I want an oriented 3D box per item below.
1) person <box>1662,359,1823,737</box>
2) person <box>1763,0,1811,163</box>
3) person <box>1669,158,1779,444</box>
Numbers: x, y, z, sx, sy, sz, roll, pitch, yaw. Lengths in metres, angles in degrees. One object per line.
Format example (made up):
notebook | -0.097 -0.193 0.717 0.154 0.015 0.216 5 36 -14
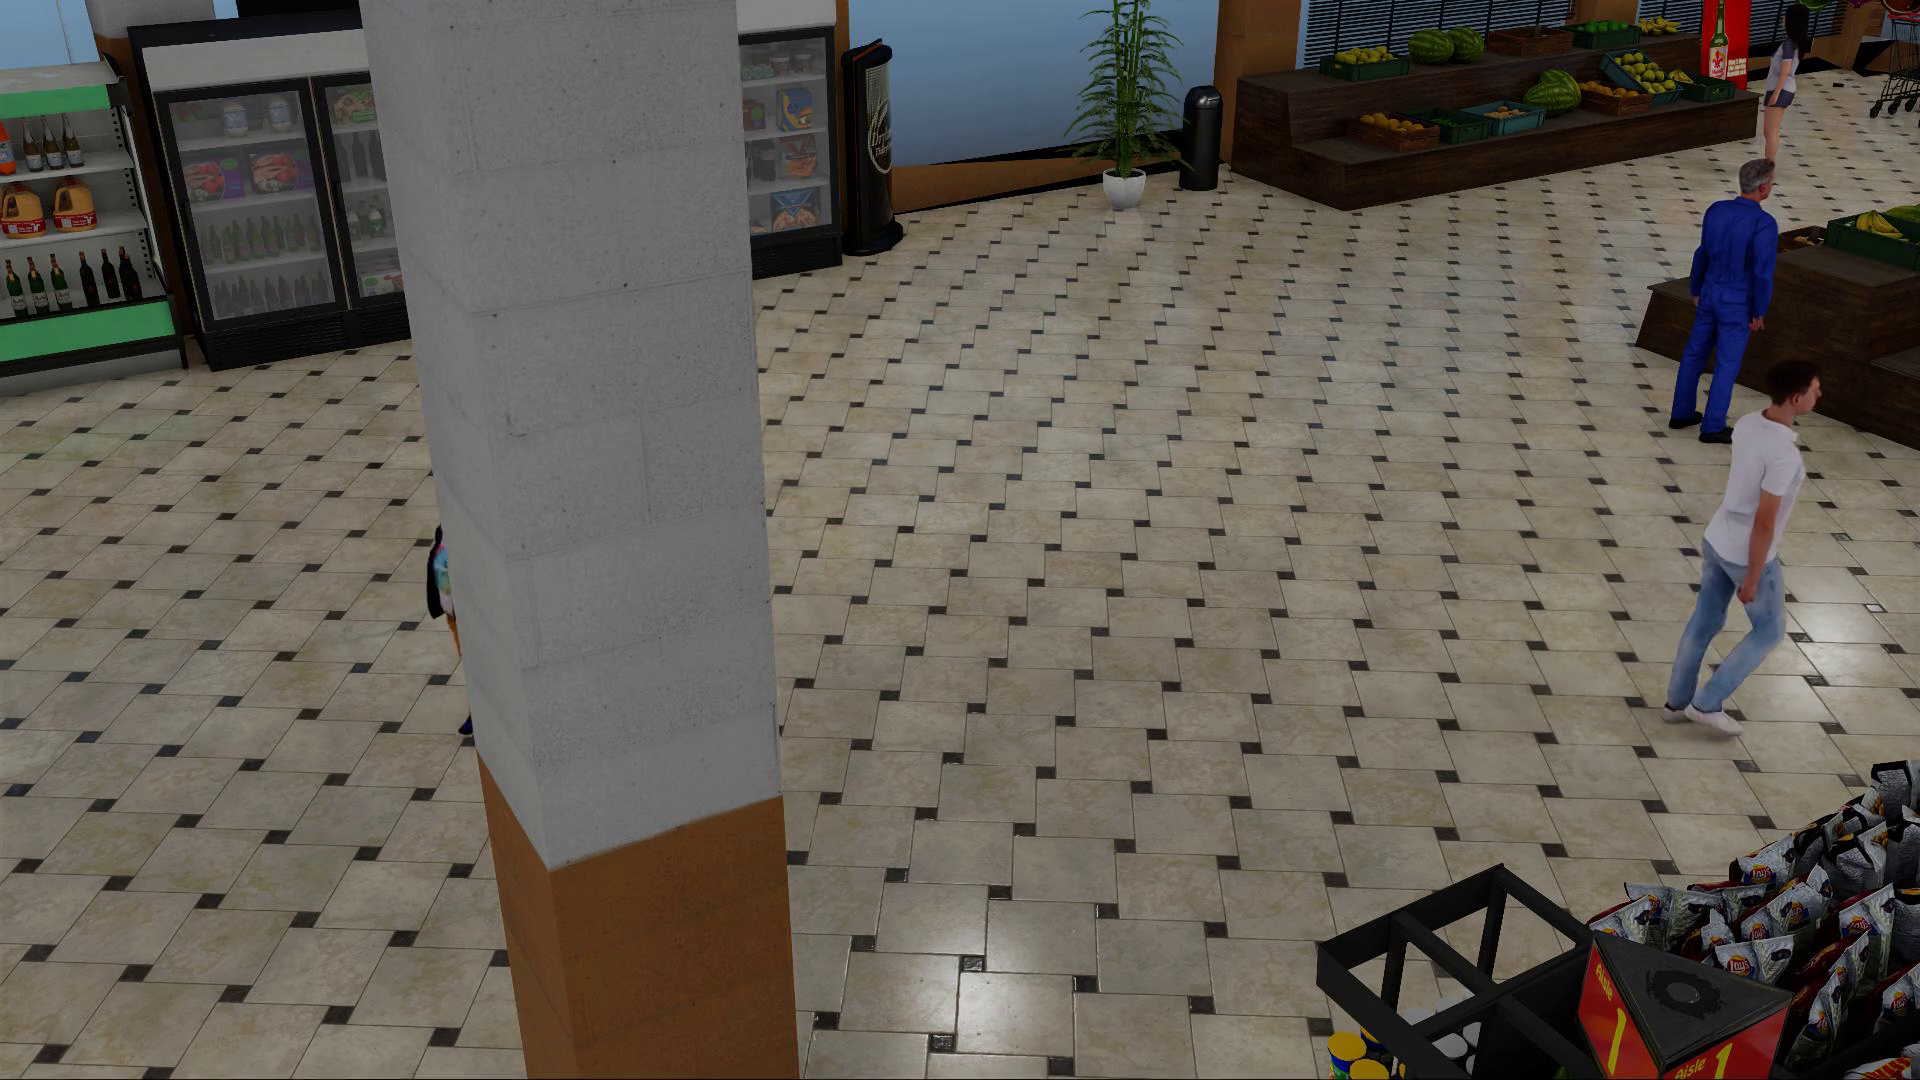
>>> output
person | 3.432 0.062 7.515 0.758 1.837 0.750 -3 27 -5
person | 8.189 -4.478 16.612 0.738 1.706 0.622 16 31 28
person | 4.923 -1.536 10.676 0.580 1.828 0.740 -11 29 -21
